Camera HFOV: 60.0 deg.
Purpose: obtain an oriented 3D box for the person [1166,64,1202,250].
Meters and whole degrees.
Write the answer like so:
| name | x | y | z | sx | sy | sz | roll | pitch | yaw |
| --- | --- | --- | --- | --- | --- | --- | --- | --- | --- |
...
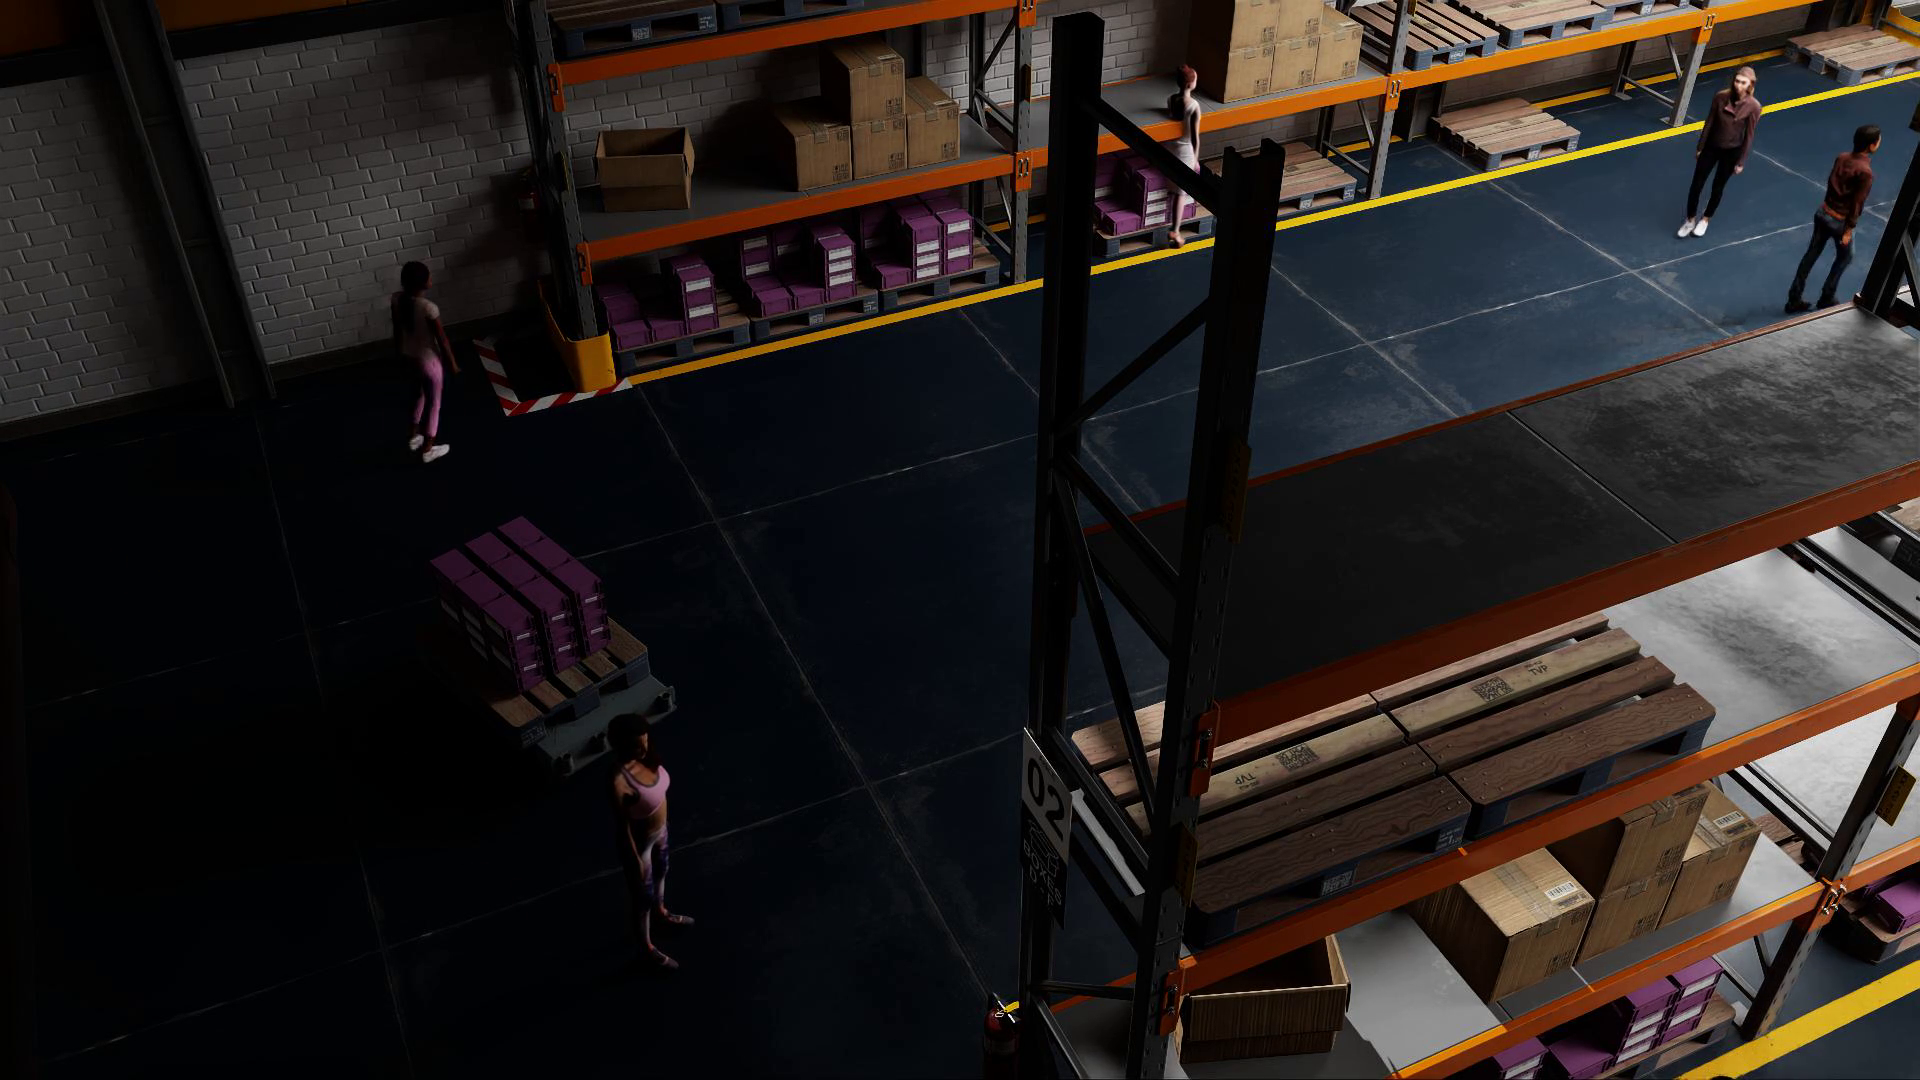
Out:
| name | x | y | z | sx | sy | sz | roll | pitch | yaw |
| --- | --- | --- | --- | --- | --- | --- | --- | --- | --- |
| person | 2.036 | -3.558 | 15.466 | 0.534 | 1.793 | 0.577 | -22 | 44 | -25 |

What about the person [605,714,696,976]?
| name | x | y | z | sx | sy | sz | roll | pitch | yaw |
| --- | --- | --- | --- | --- | --- | --- | --- | --- | --- |
| person | -1.715 | 1.613 | 9.008 | 0.713 | 1.770 | 0.680 | 8 | 39 | 10 |

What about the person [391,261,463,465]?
| name | x | y | z | sx | sy | sz | roll | pitch | yaw |
| --- | --- | --- | --- | --- | --- | --- | --- | --- | --- |
| person | -4.163 | -1.331 | 12.744 | 0.774 | 1.709 | 0.815 | 8 | 39 | 10 |

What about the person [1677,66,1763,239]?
| name | x | y | z | sx | sy | sz | roll | pitch | yaw |
| --- | --- | --- | --- | --- | --- | --- | --- | --- | --- |
| person | 7.217 | -3.680 | 15.698 | 0.762 | 1.694 | 0.807 | 25 | 45 | 28 |

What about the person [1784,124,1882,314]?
| name | x | y | z | sx | sy | sz | roll | pitch | yaw |
| --- | --- | --- | --- | --- | --- | --- | --- | --- | --- |
| person | 7.550 | -2.764 | 14.495 | 0.841 | 1.764 | 0.761 | -9 | 39 | -11 |
